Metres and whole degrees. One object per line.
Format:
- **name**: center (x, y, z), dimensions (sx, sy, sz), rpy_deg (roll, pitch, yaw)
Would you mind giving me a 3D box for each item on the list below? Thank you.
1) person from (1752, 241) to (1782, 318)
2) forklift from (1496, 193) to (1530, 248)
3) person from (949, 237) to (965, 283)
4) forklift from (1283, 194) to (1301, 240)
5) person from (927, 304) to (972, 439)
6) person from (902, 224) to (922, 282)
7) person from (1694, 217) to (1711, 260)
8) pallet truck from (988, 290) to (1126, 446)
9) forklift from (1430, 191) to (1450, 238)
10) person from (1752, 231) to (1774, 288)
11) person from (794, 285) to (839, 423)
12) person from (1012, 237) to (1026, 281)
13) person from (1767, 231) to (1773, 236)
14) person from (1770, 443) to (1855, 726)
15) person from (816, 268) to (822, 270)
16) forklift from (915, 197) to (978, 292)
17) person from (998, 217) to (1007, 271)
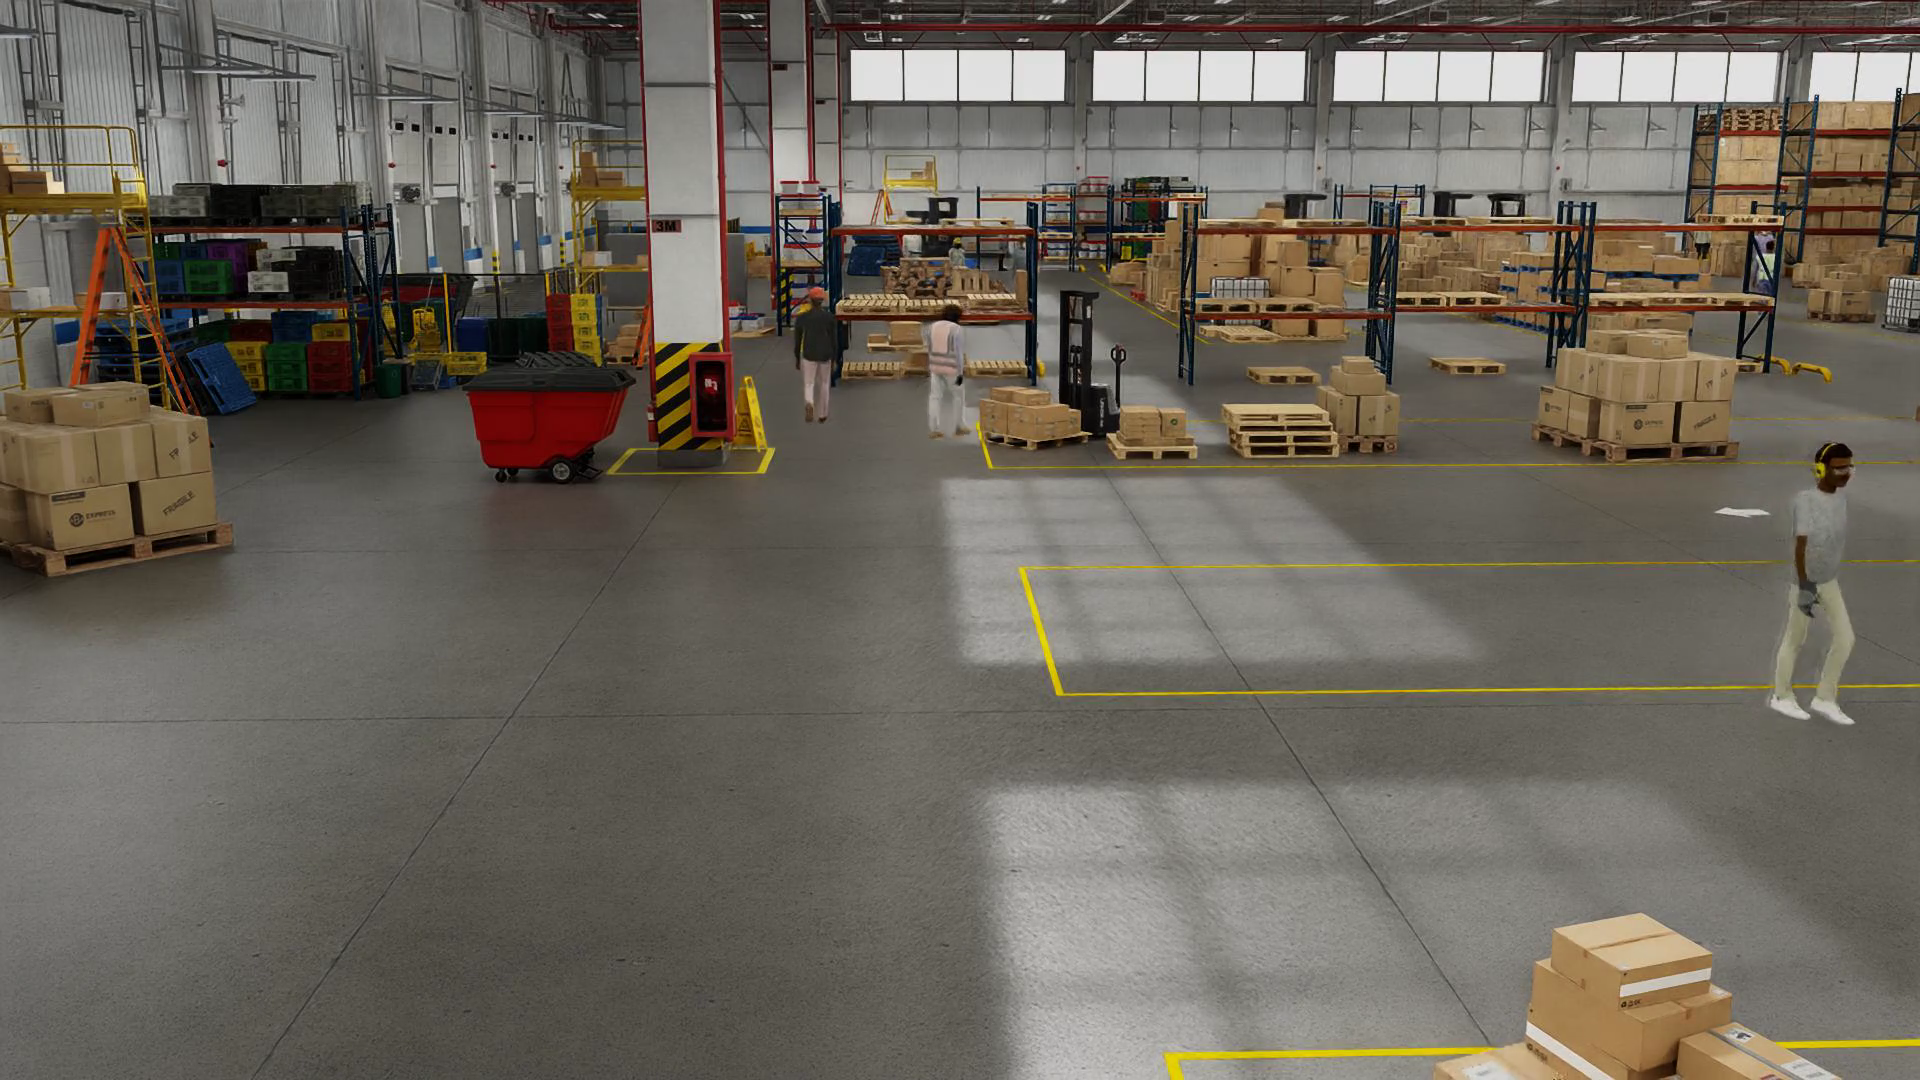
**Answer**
- **person**: center (19.881, -6.415, 40.989), dimensions (0.608, 1.879, 0.982), rpy_deg (6, 14, 24)
- **forklift**: center (18.714, -10.404, 56.696), dimensions (1.129, 2.768, 1.873), rpy_deg (8, 15, 32)
- **person**: center (-0.092, -7.668, 46.971), dimensions (0.486, 1.734, 0.366), rpy_deg (-6, 14, -24)
- **forklift**: center (10.908, -9.998, 54.864), dimensions (1.873, 2.768, 1.129), rpy_deg (0, 12, -2)
- **person**: center (-0.123, -2.284, 22.489), dimensions (0.652, 1.793, 0.819), rpy_deg (9, 15, 34)
- **person**: center (-1.503, -8.976, 52.392), dimensions (0.630, 1.940, 0.372), rpy_deg (-2, 13, -7)
- **person**: center (27.291, -10.934, 61.106), dimensions (0.377, 1.995, 0.608), rpy_deg (-11, 17, -42)
- **pallet truck**: center (1.257, -2.299, 22.111), dimensions (1.885, 1.965, 0.823), rpy_deg (-9, 15, -35)
- **forklift**: center (18.097, -11.759, 62.815), dimensions (1.873, 2.768, 1.129), rpy_deg (0, 12, -2)
- **person**: center (24.835, -8.763, 51.467), dimensions (0.648, 1.920, 0.441), rpy_deg (2, 13, 7)
- **person**: center (-2.028, -2.599, 23.519), dimensions (0.623, 1.974, 0.715), rpy_deg (0, 12, -2)
- **person**: center (1.642, -6.762, 42.458), dimensions (0.644, 1.902, 0.886), rpy_deg (-1, 13, -6)
- **person**: center (26.868, -9.482, 55.366), dimensions (0.384, 1.630, 0.536), rpy_deg (1, 13, 5)
- **person**: center (5.574, 0.299, 10.729), dimensions (0.521, 1.848, 0.665), rpy_deg (-4, 13, -19)
- **person**: center (-3.973, -7.610, 46.482), dimensions (0.557, 1.821, 0.504), rpy_deg (-11, 17, -42)
- **forklift**: center (-0.460, -8.527, 48.220), dimensions (1.873, 2.768, 1.129), rpy_deg (12, 17, 43)
- **person**: center (1.564, -10.703, 60.226), dimensions (0.374, 1.932, 0.544), rpy_deg (4, 13, 15)
